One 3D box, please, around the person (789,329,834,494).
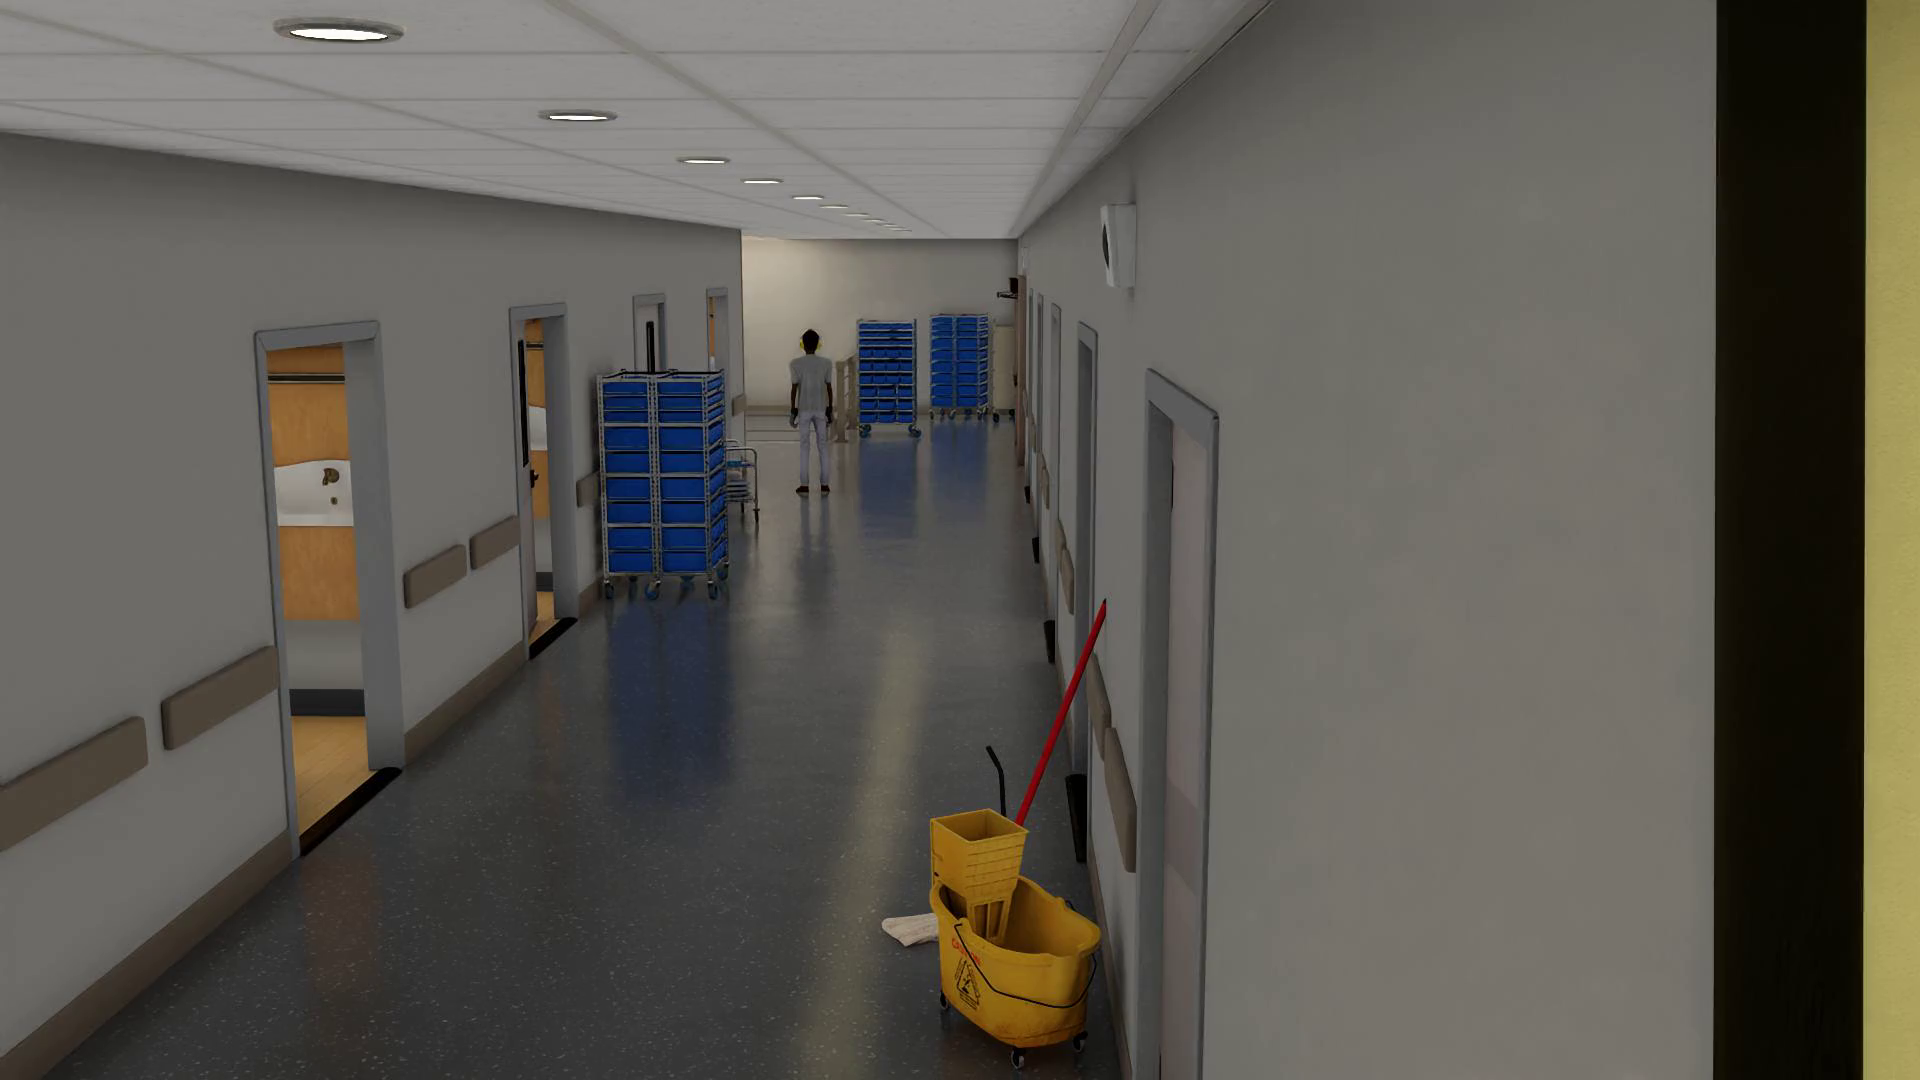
[{"bbox_3d":[-1.687,-1.453,18.881,0.513,1.872,0.328,-3,10,-16],"label":"person"}]
